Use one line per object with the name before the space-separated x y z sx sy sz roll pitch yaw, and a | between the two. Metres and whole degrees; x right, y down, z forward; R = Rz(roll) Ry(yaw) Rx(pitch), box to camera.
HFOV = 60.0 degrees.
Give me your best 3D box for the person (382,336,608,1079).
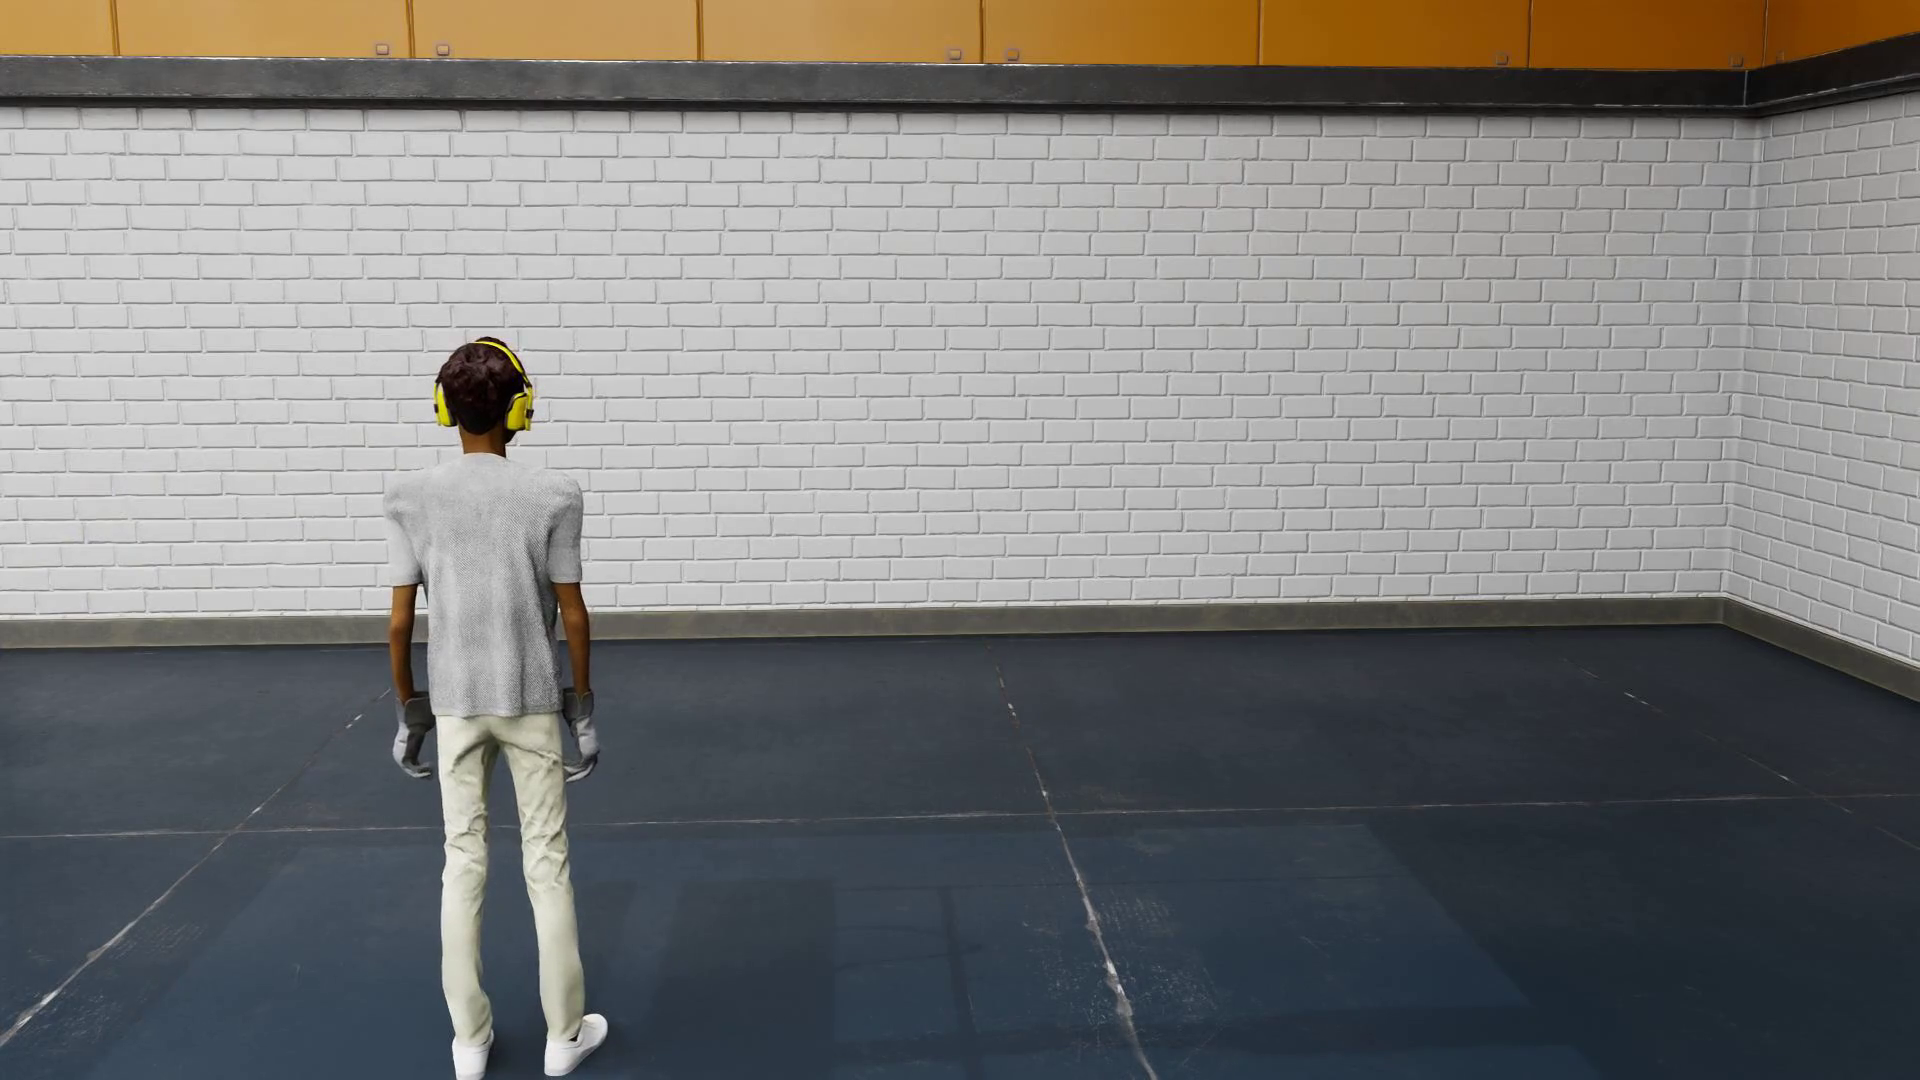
person | -1.168 0.431 4.184 0.519 1.873 0.335 0 9 -2
